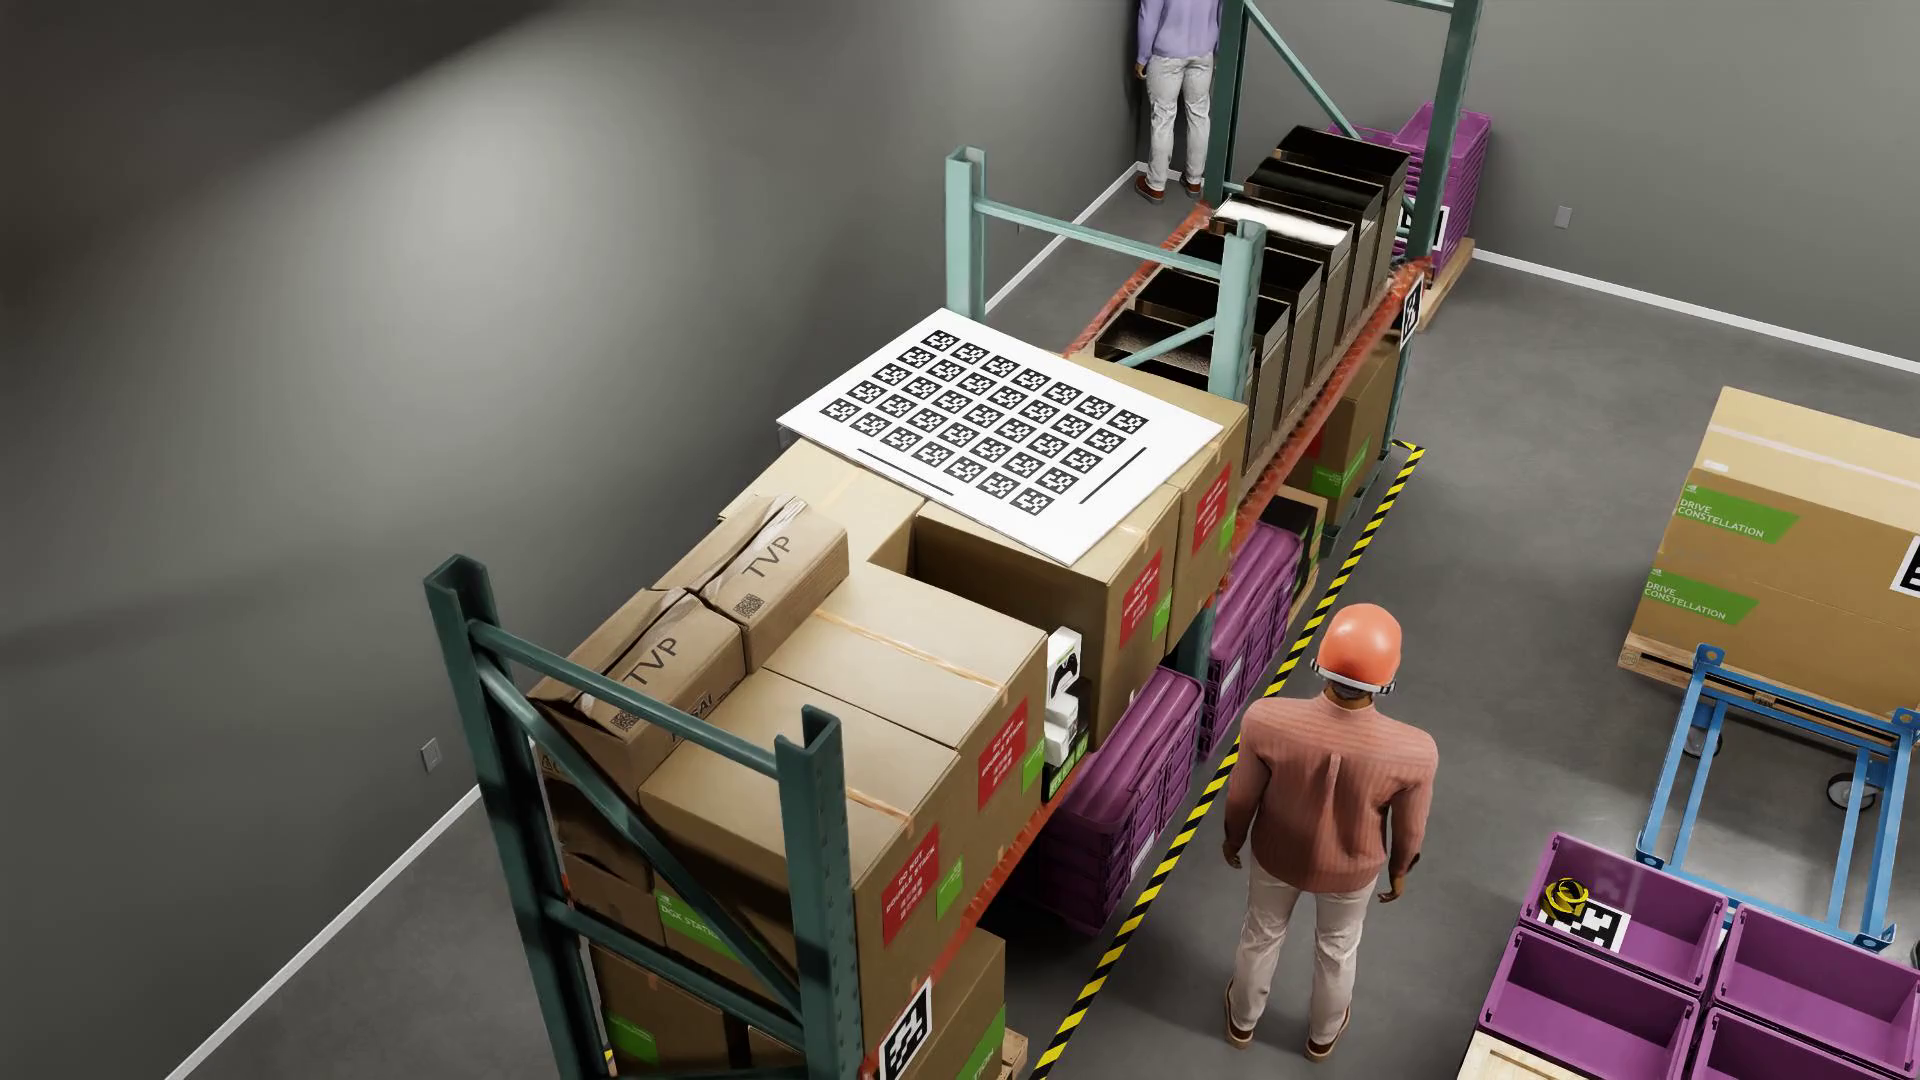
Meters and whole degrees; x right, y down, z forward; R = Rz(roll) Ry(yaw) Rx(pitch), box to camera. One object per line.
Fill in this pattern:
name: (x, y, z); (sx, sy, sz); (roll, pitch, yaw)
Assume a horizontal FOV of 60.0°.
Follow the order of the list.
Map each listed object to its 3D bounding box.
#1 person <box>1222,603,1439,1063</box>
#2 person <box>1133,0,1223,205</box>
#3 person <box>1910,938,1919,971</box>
person: (1.157, 0.986, 5.378); (0.623, 1.993, 0.384); (10, 41, 12)
person: (1.358, -2.988, 10.157); (0.635, 1.939, 0.366); (-11, 41, -12)
person: (3.713, 0.937, 5.562); (0.600, 1.829, 0.404); (23, 45, 25)
